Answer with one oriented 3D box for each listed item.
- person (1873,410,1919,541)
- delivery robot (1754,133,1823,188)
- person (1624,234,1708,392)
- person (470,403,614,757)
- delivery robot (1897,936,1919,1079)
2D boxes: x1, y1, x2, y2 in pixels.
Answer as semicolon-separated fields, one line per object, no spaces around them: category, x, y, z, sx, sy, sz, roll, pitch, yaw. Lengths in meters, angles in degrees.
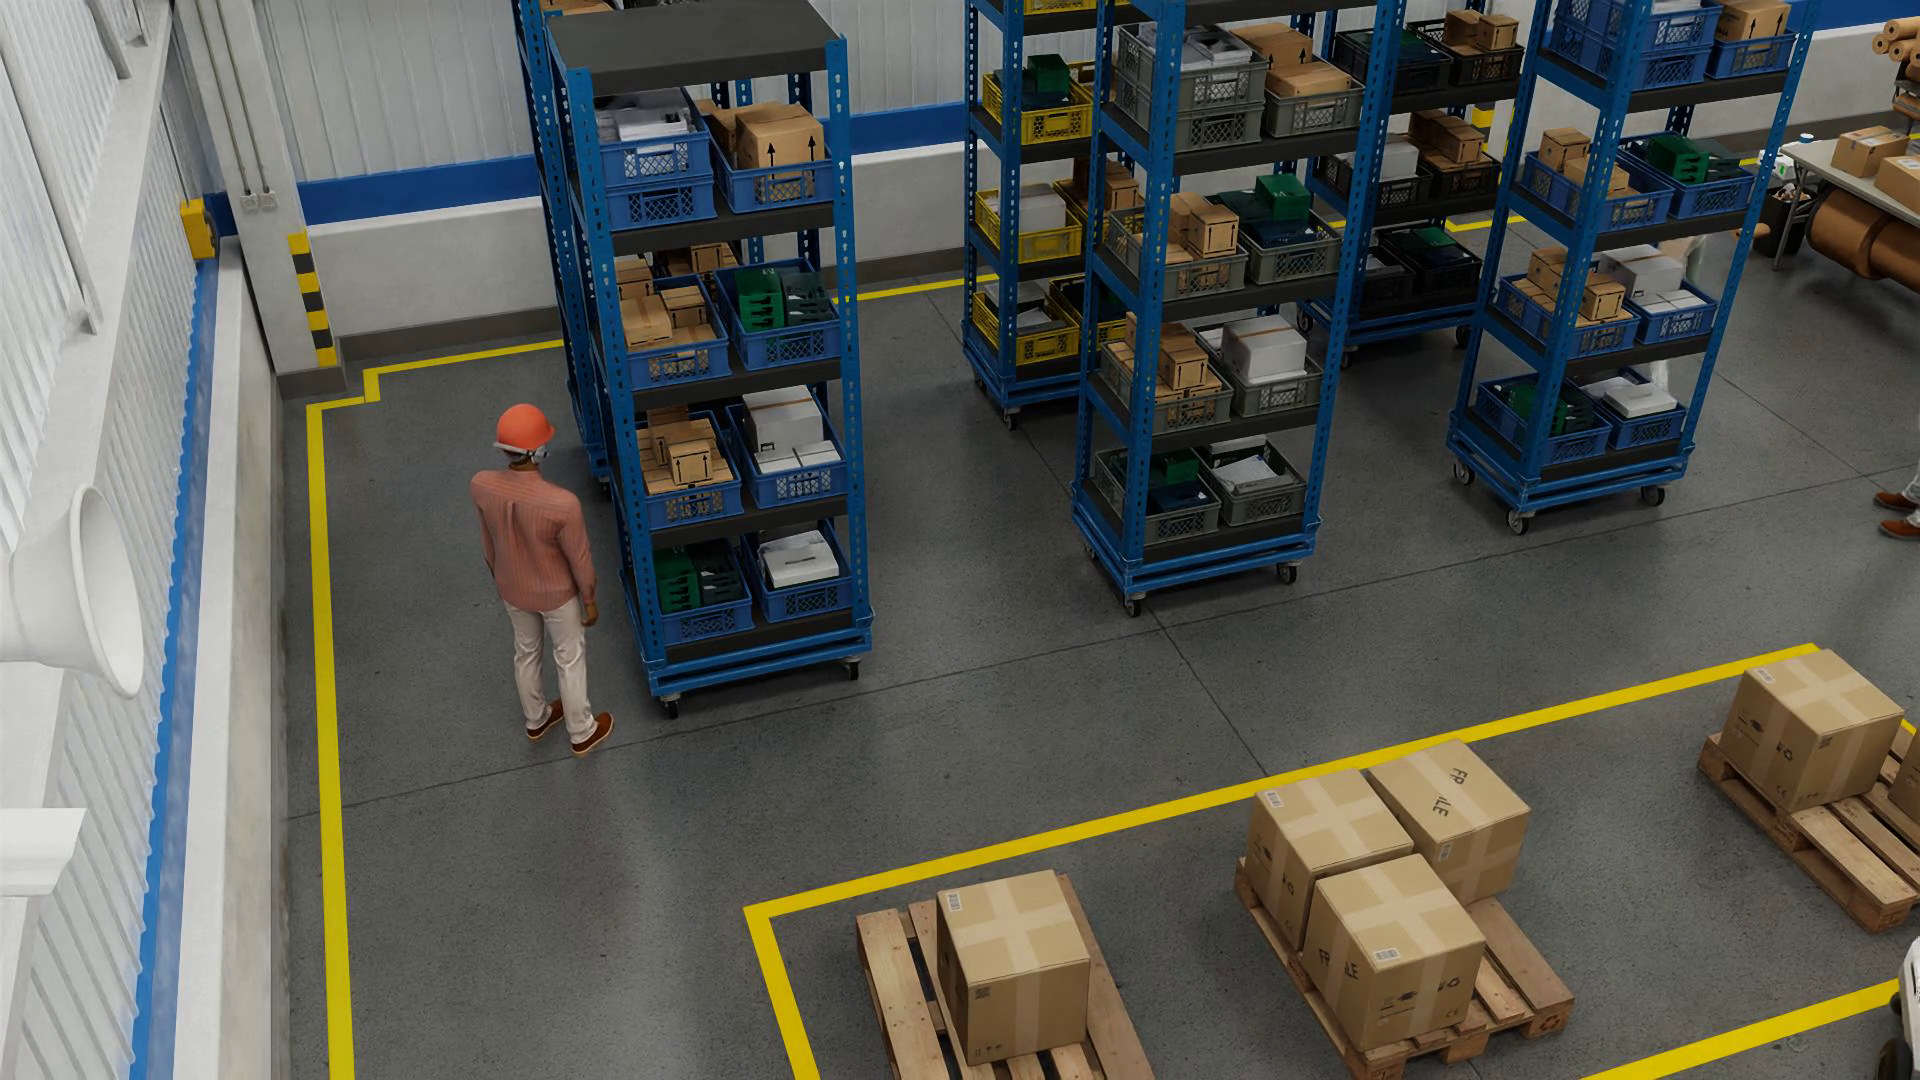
person;5.892;-0.903;9.886;0.375;1.933;0.631;13;37;18
delivery robot;7.224;-3.254;14.322;0.707;0.478;0.477;-12;37;-17
person;4.665;-1.618;11.164;0.525;1.615;0.656;3;35;4
person;-2.059;0.212;8.261;0.608;1.987;0.402;11;37;15
delivery robot;4.143;1.977;6.906;0.477;0.478;0.707;12;37;17
